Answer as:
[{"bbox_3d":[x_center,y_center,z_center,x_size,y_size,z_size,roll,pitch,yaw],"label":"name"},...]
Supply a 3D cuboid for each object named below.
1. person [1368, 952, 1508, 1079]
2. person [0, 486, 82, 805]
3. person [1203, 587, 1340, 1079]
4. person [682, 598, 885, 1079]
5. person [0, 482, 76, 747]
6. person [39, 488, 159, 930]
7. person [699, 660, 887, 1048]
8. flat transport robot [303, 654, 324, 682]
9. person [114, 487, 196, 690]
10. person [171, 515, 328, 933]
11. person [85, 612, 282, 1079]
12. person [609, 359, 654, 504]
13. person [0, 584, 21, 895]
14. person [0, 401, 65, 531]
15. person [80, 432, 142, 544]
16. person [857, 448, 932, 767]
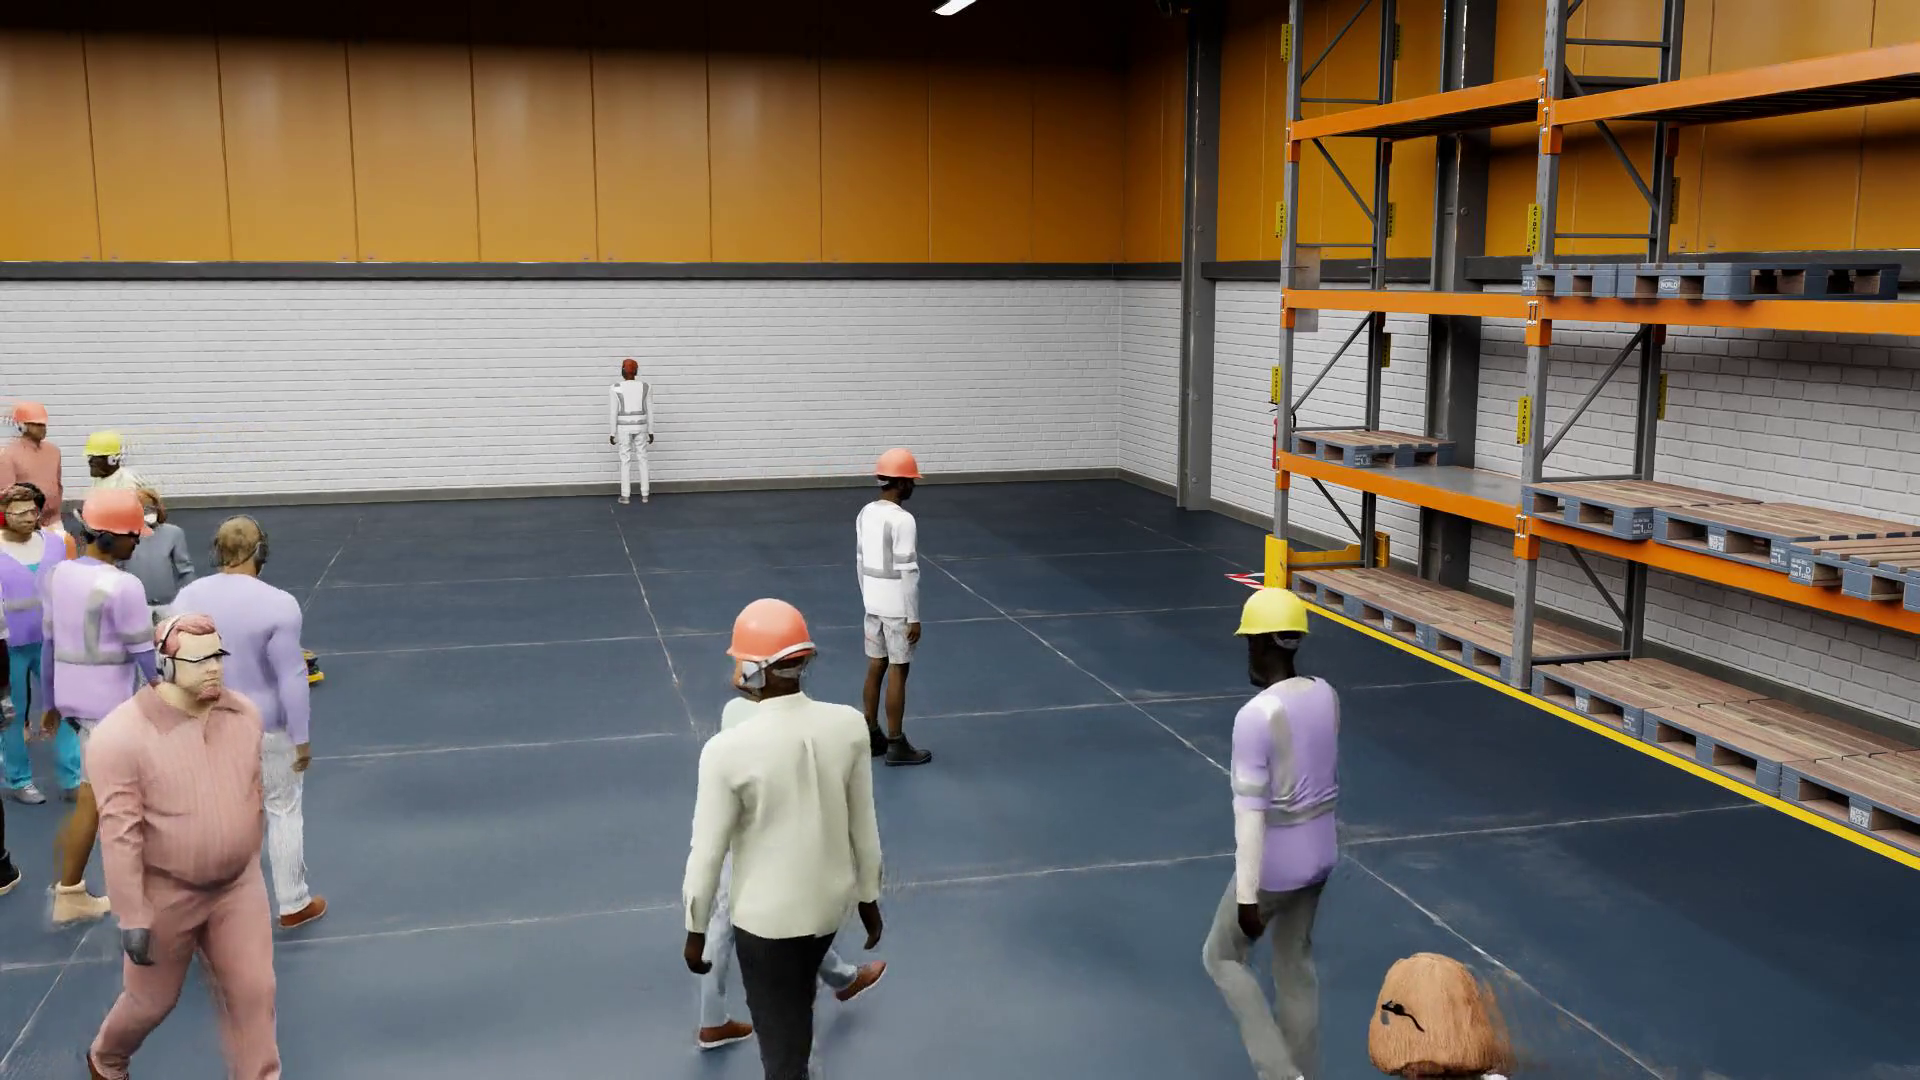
[{"bbox_3d":[0.950,1.641,3.488,0.863,1.573,0.493,8,12,40],"label":"person"},{"bbox_3d":[-5.106,0.609,9.203,0.782,1.812,0.589,5,10,29],"label":"person"},{"bbox_3d":[1.106,1.115,5.826,0.594,1.897,0.448,-9,13,-44],"label":"person"},{"bbox_3d":[-0.646,1.148,5.386,0.650,1.963,0.840,-8,12,-40],"label":"person"},{"bbox_3d":[-5.781,0.481,10.389,0.534,1.697,0.318,-3,10,-19],"label":"person"},{"bbox_3d":[-3.938,0.747,7.812,0.629,1.984,0.959,6,11,32],"label":"person"},{"bbox_3d":[-0.688,1.142,6.532,0.877,1.586,0.510,-8,12,-42],"label":"person"},{"bbox_3d":[-5.338,0.889,12.281,1.431,0.197,0.652,9,13,43],"label":"flat transport robot"},{"bbox_3d":[-5.296,0.444,10.887,0.444,1.607,0.605,8,12,42],"label":"person"},{"bbox_3d":[-3.217,0.858,7.374,0.671,1.909,0.635,2,9,11],"label":"person"},{"bbox_3d":[-2.638,1.155,5.642,0.907,1.878,0.636,6,11,34],"label":"person"},{"bbox_3d":[-4.264,-1.412,21.617,0.584,1.883,0.345,-4,10,-24],"label":"person"},{"bbox_3d":[-4.812,0.753,7.865,0.603,1.962,0.372,-5,10,-26],"label":"person"},{"bbox_3d":[-7.590,-0.169,13.691,1.052,1.939,0.642,4,10,21],"label":"person"},{"bbox_3d":[-6.480,0.069,12.672,0.607,1.781,0.922,7,11,36],"label":"person"},{"bbox_3d":[-0.394,0.402,10.142,0.377,1.932,0.552,-6,11,-35],"label":"person"}]
